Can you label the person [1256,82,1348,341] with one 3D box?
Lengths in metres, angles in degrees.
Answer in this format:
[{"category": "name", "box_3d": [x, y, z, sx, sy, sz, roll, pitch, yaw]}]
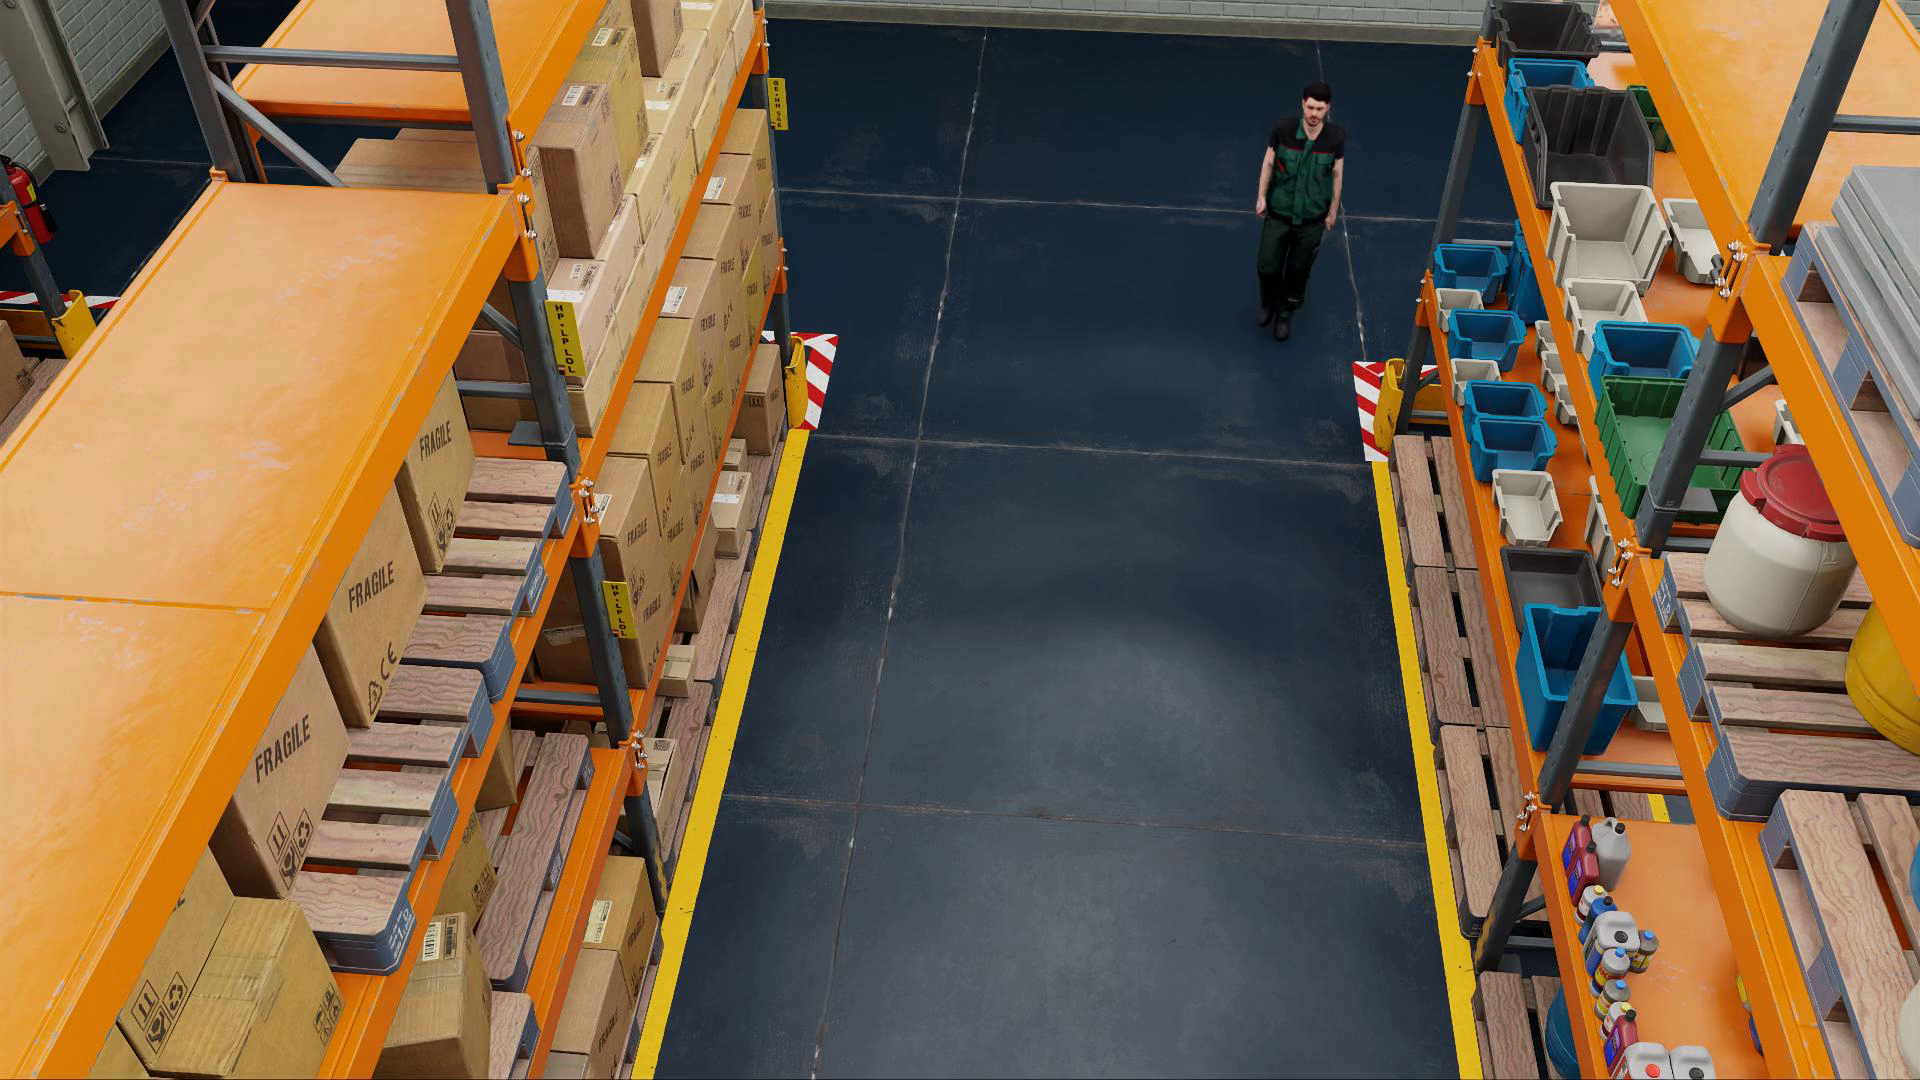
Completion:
[{"category": "person", "box_3d": [2.276, -2.268, 11.250, 0.708, 1.896, 0.669, 7, 43, 7]}]
